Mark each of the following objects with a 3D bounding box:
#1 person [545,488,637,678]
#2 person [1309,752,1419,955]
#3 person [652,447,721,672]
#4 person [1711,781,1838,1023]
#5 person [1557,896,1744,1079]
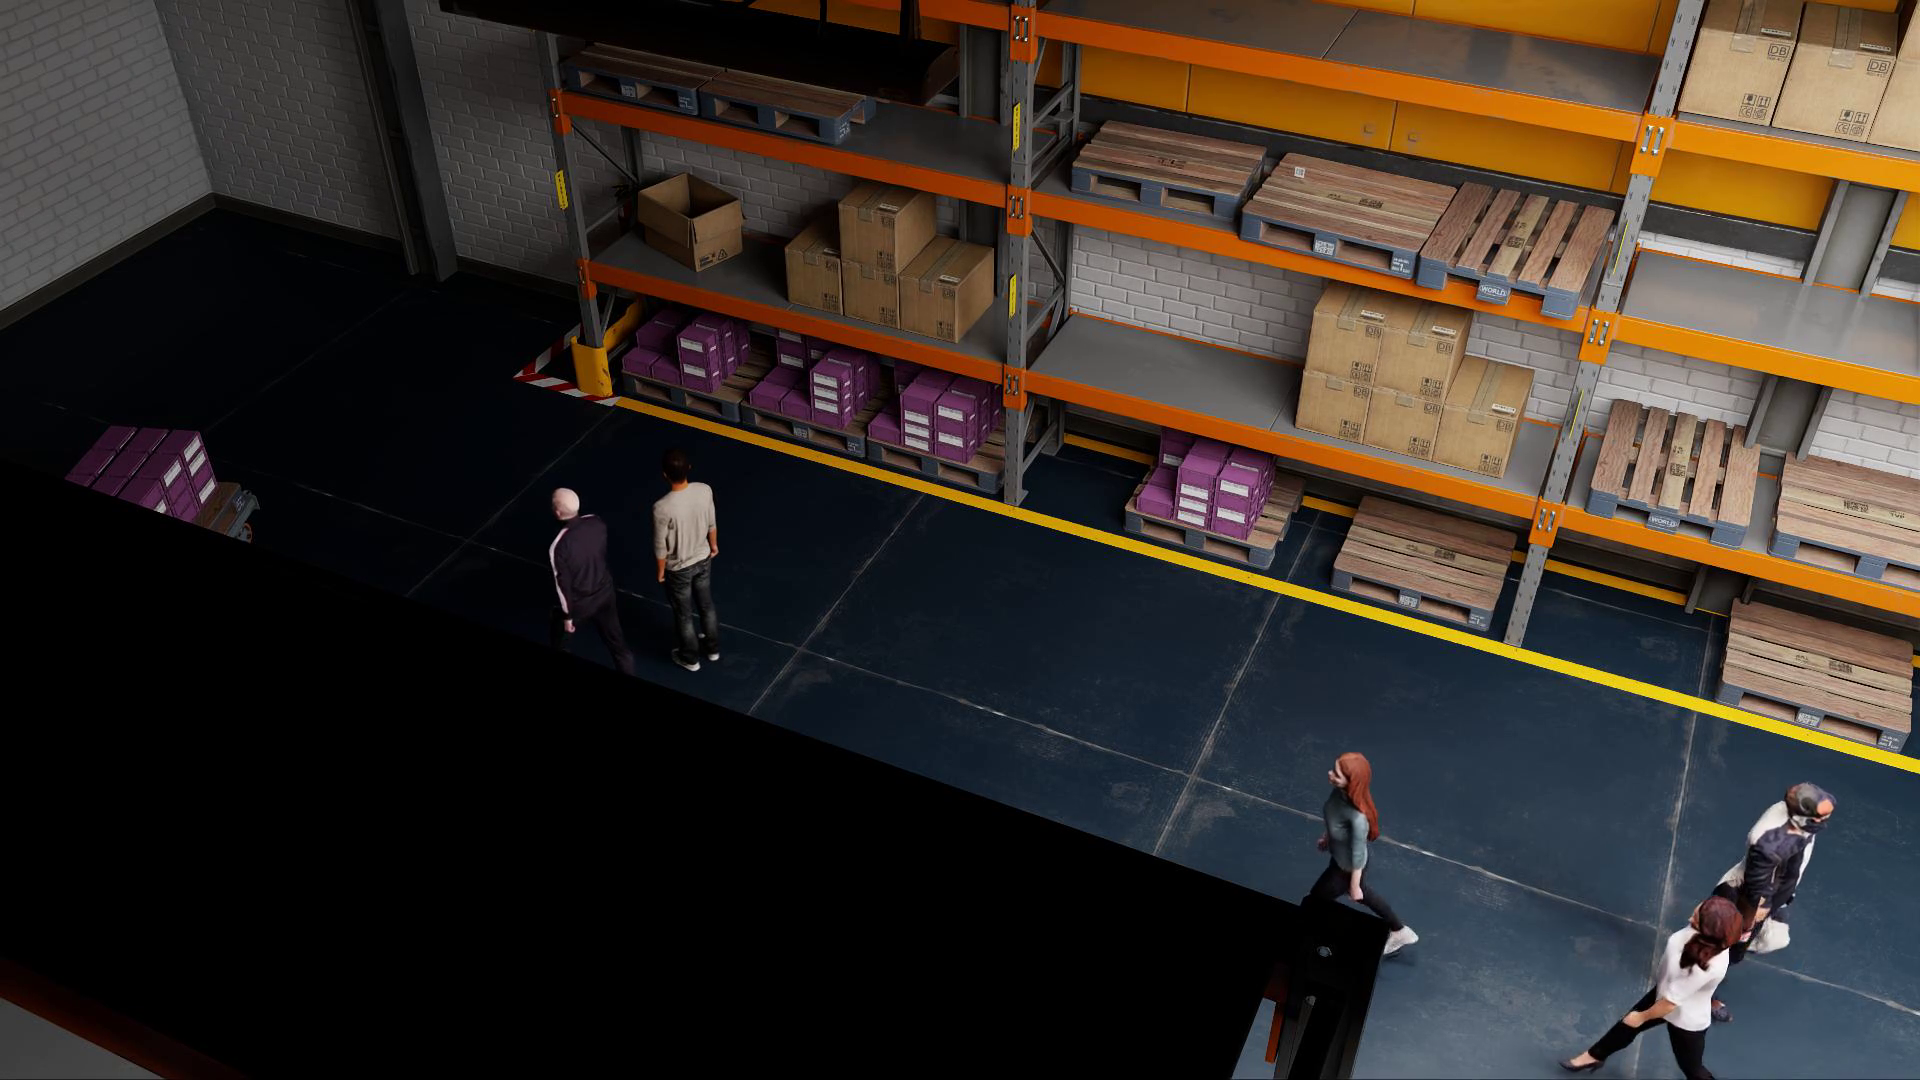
[{"bbox_3d":[-2.414,0.467,11.099,1.175,1.797,0.850,24,44,27],"label":"person"},{"bbox_3d":[2.265,1.840,9.448,1.170,1.712,0.839,3,39,4],"label":"person"},{"bbox_3d":[-1.874,0.147,11.493,0.721,1.807,0.681,-30,48,-32],"label":"person"},{"bbox_3d":[4.319,1.926,9.207,0.823,1.878,0.832,-30,48,-32],"label":"person"},{"bbox_3d":[3.831,2.487,8.616,1.138,1.740,0.734,12,40,15],"label":"person"}]
